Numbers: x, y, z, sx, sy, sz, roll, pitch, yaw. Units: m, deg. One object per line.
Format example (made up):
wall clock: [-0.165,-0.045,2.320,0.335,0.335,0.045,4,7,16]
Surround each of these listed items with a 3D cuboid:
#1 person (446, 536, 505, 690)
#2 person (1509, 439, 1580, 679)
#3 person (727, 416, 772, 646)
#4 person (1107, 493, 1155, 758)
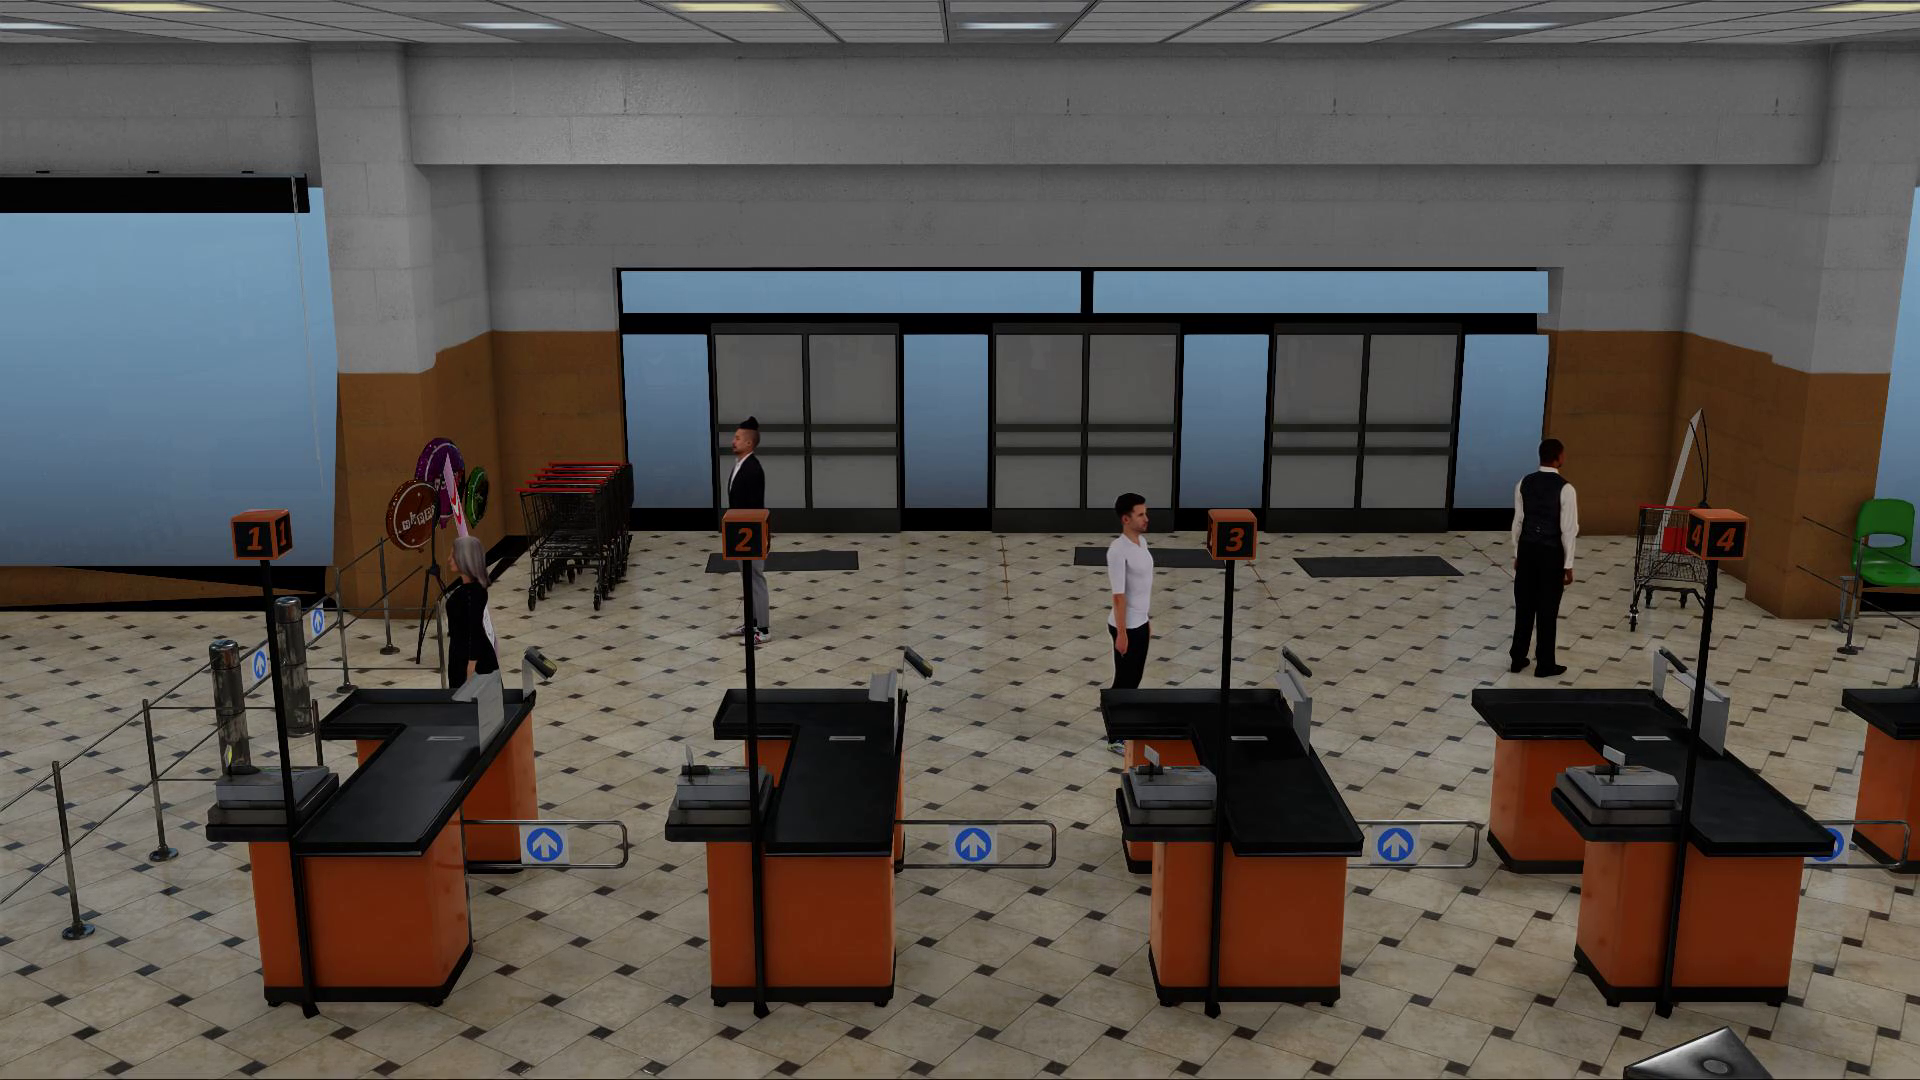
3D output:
person: [-3.182,0.819,10.859,0.739,1.747,0.627,-6,15,-22]
person: [4.656,0.134,13.316,0.830,1.919,0.764,-13,19,-42]
person: [-1.782,-0.088,14.173,0.845,1.948,0.684,-5,15,-21]
person: [1.188,0.575,11.643,0.815,1.851,0.667,7,15,26]
